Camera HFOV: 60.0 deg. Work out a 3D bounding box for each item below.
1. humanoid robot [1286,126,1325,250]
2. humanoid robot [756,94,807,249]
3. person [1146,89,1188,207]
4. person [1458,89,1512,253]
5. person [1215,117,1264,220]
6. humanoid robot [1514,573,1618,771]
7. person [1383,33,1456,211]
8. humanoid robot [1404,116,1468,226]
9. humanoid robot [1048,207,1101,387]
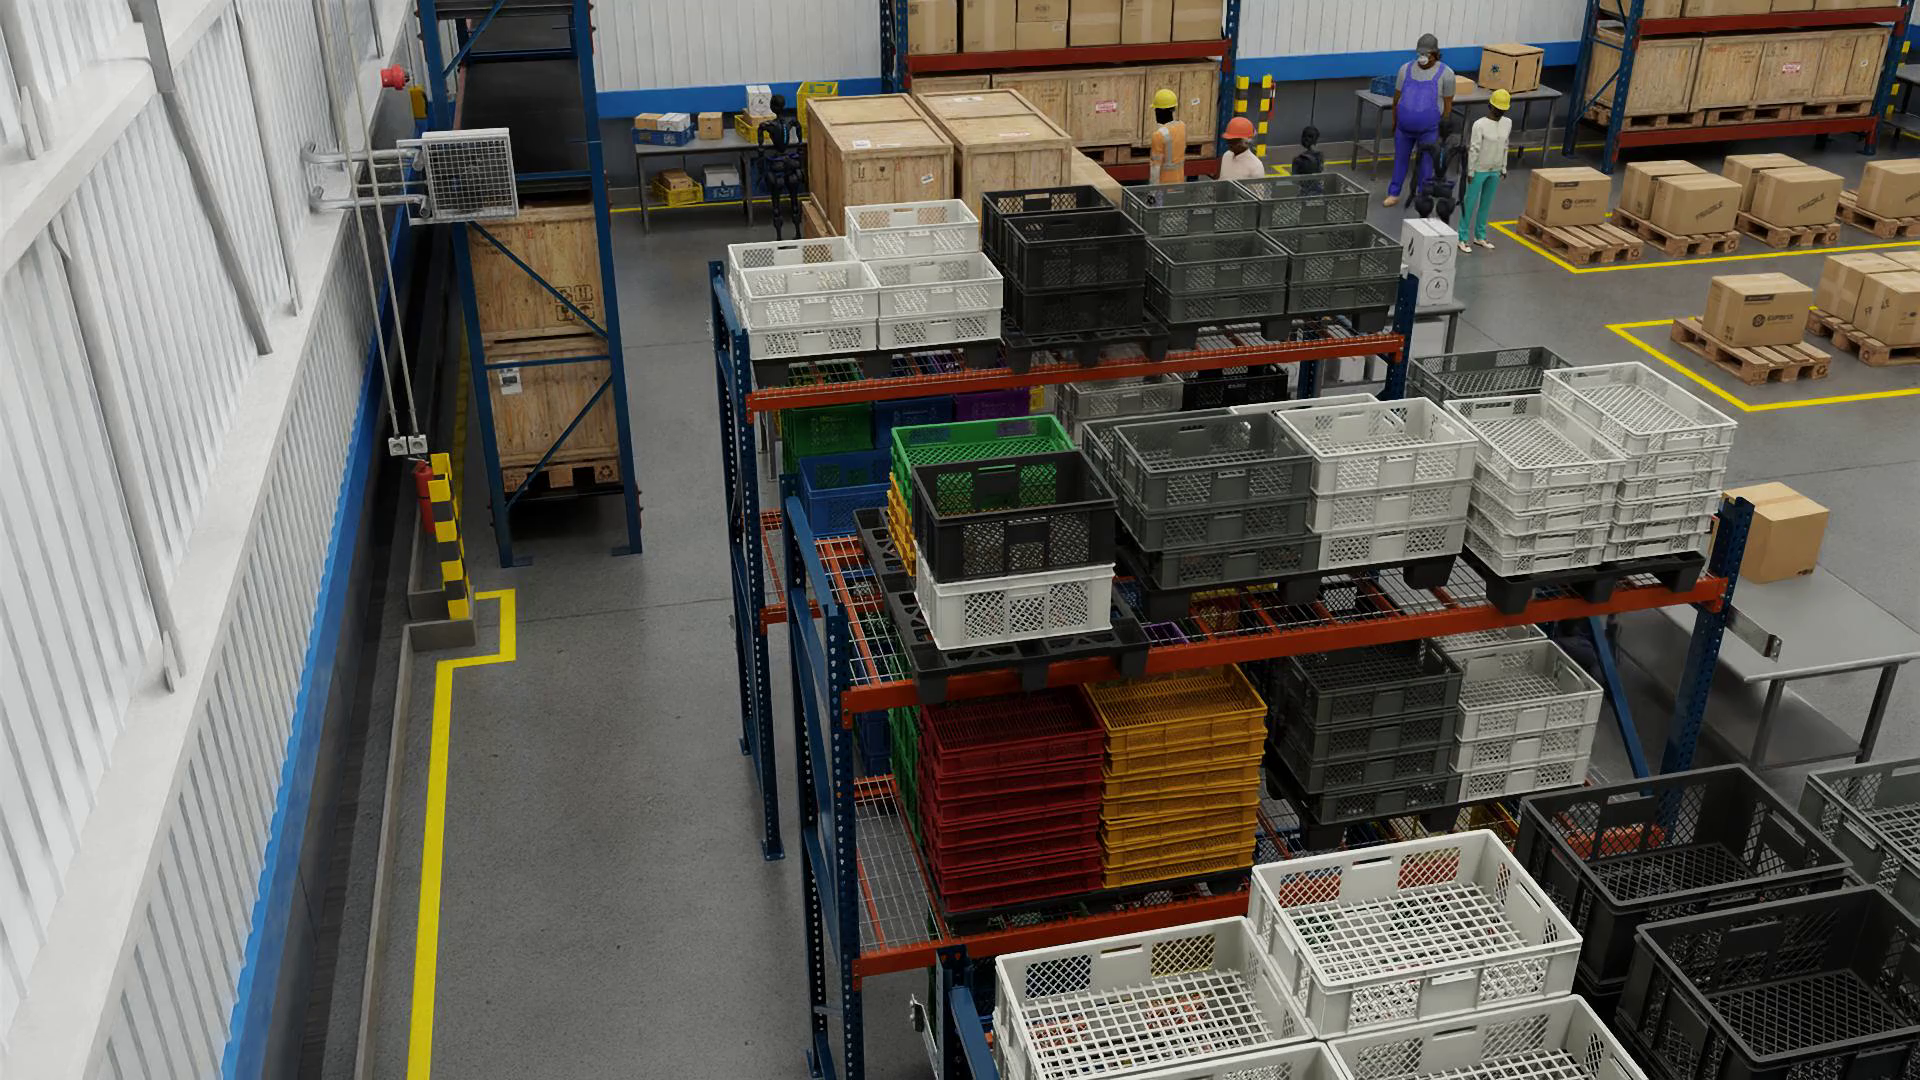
[{"bbox_3d":[3.526,-3.399,16.996,0.632,1.635,0.340,-23,36,-37],"label":"humanoid robot"},{"bbox_3d":[-1.950,-4.040,18.187,0.584,1.657,0.327,-16,32,-28],"label":"humanoid robot"},{"bbox_3d":[2.125,-3.728,17.356,0.405,1.918,0.582,18,33,31],"label":"person"},{"bbox_3d":[5.724,-4.006,18.049,0.523,1.760,0.324,-12,30,-21],"label":"person"},{"bbox_3d":[2.649,-3.086,16.053,0.394,1.991,0.621,-14,31,-24],"label":"person"},{"bbox_3d":[3.357,0.678,9.296,0.547,1.609,0.718,1,28,1],"label":"humanoid robot"},{"bbox_3d":[5.337,-4.859,19.368,0.682,2.000,0.536,16,32,27],"label":"person"},{"bbox_3d":[4.981,-3.610,17.391,0.620,1.650,0.390,9,29,16],"label":"humanoid robot"},{"bbox_3d":[1.035,-2.137,14.635,0.789,1.623,0.616,-10,29,-18],"label":"humanoid robot"}]
